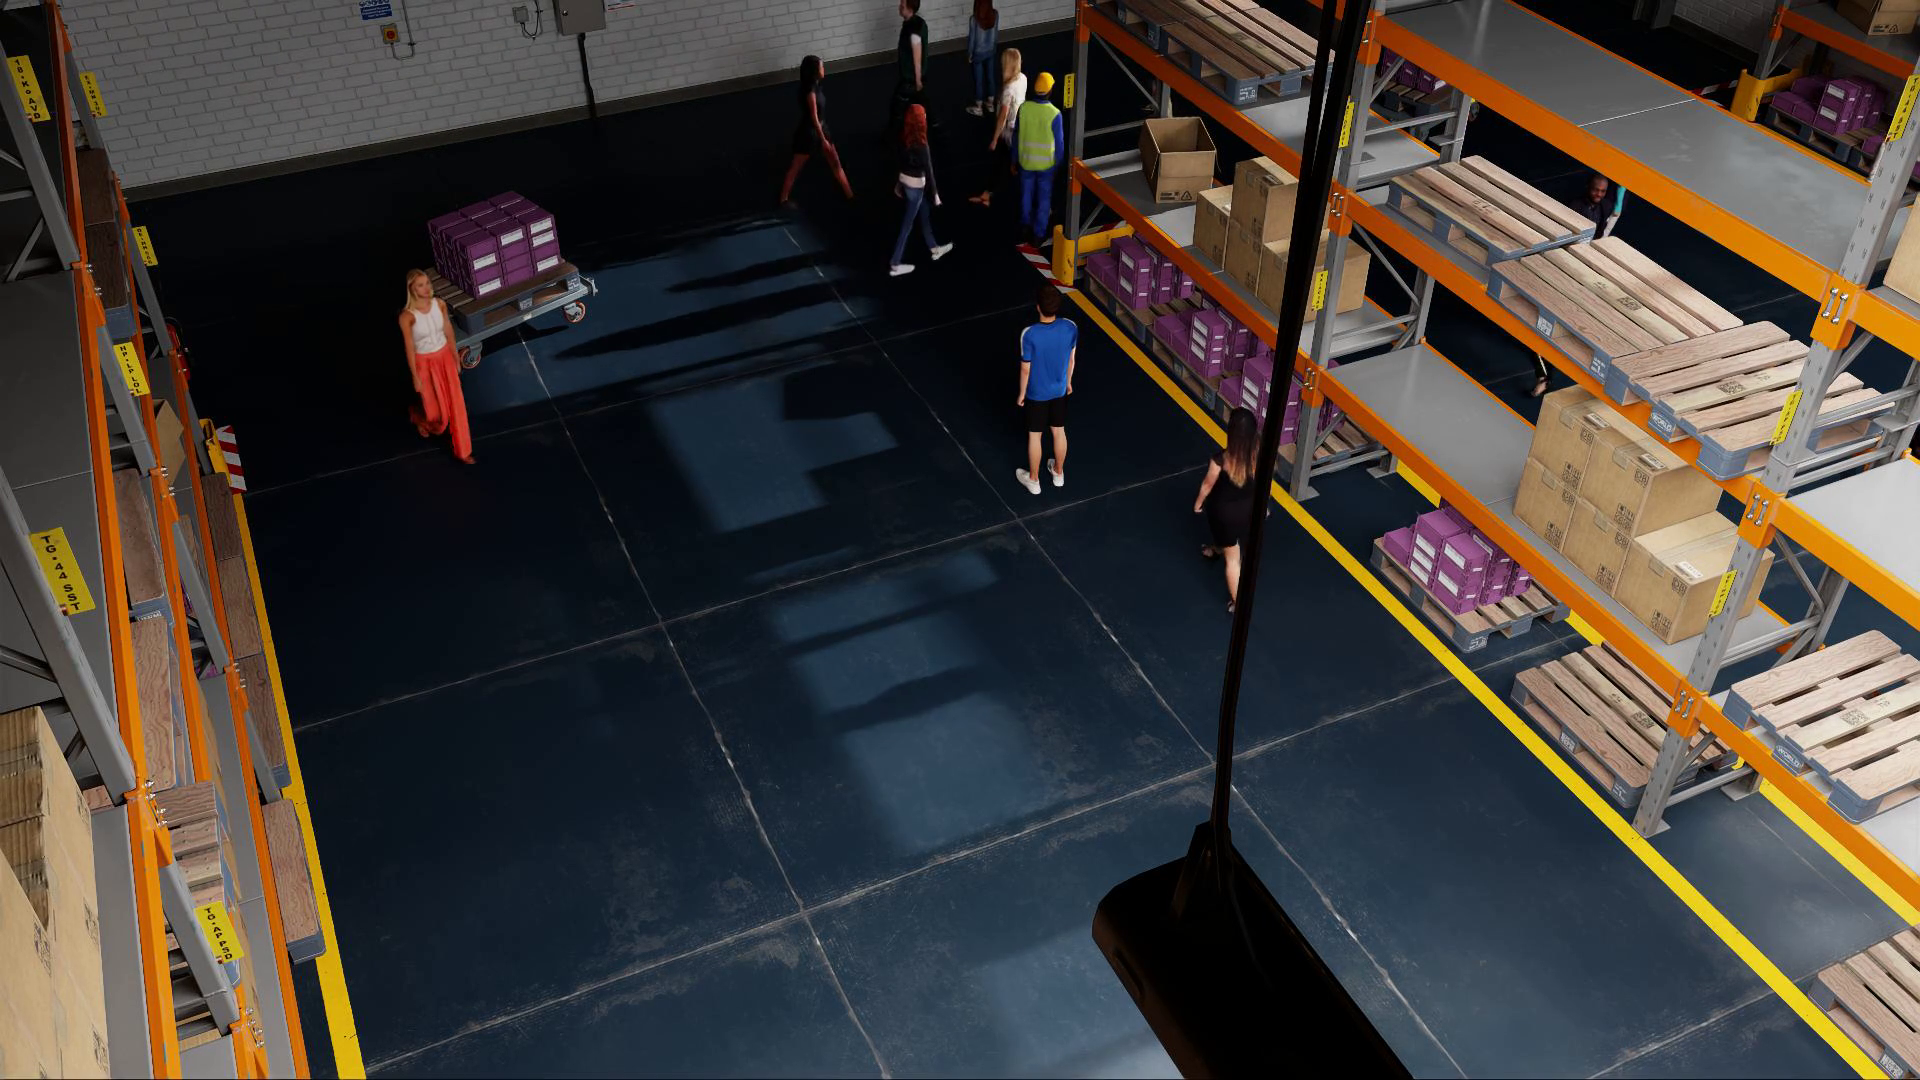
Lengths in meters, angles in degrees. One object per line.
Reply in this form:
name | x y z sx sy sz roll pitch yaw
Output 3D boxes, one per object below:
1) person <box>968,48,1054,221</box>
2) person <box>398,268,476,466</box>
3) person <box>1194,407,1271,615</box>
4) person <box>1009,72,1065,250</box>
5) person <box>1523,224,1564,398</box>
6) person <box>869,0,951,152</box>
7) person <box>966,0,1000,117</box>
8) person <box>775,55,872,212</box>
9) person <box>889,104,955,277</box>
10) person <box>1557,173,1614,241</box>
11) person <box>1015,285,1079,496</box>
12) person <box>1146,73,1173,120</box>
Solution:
person | 0.623 -4.089 16.980 1.206 1.776 1.153 13 40 16
person | -4.372 -1.441 13.652 0.994 1.791 0.847 28 46 31
person | 2.030 -0.140 12.118 0.728 1.673 1.041 -13 40 -15
person | 0.736 -3.712 16.492 0.878 1.795 0.935 12 40 14
person | 5.223 -1.966 14.400 0.760 1.678 0.706 12 40 14
person | -0.442 -5.097 18.221 1.095 1.802 1.178 3 39 3
person | 0.271 -5.630 19.149 0.590 1.477 0.535 -23 44 -26
person | -1.606 -4.121 17.091 1.079 1.688 1.232 2 39 3
person | -0.531 -3.330 16.047 0.754 1.755 0.977 -21 43 -24
person | 5.484 -2.462 14.909 0.691 1.818 0.601 -14 41 -17
person | 0.688 -1.215 13.309 0.630 1.866 0.546 -16 41 -19
person | 2.106 -4.082 17.144 0.803 1.560 0.956 -7 39 -9
